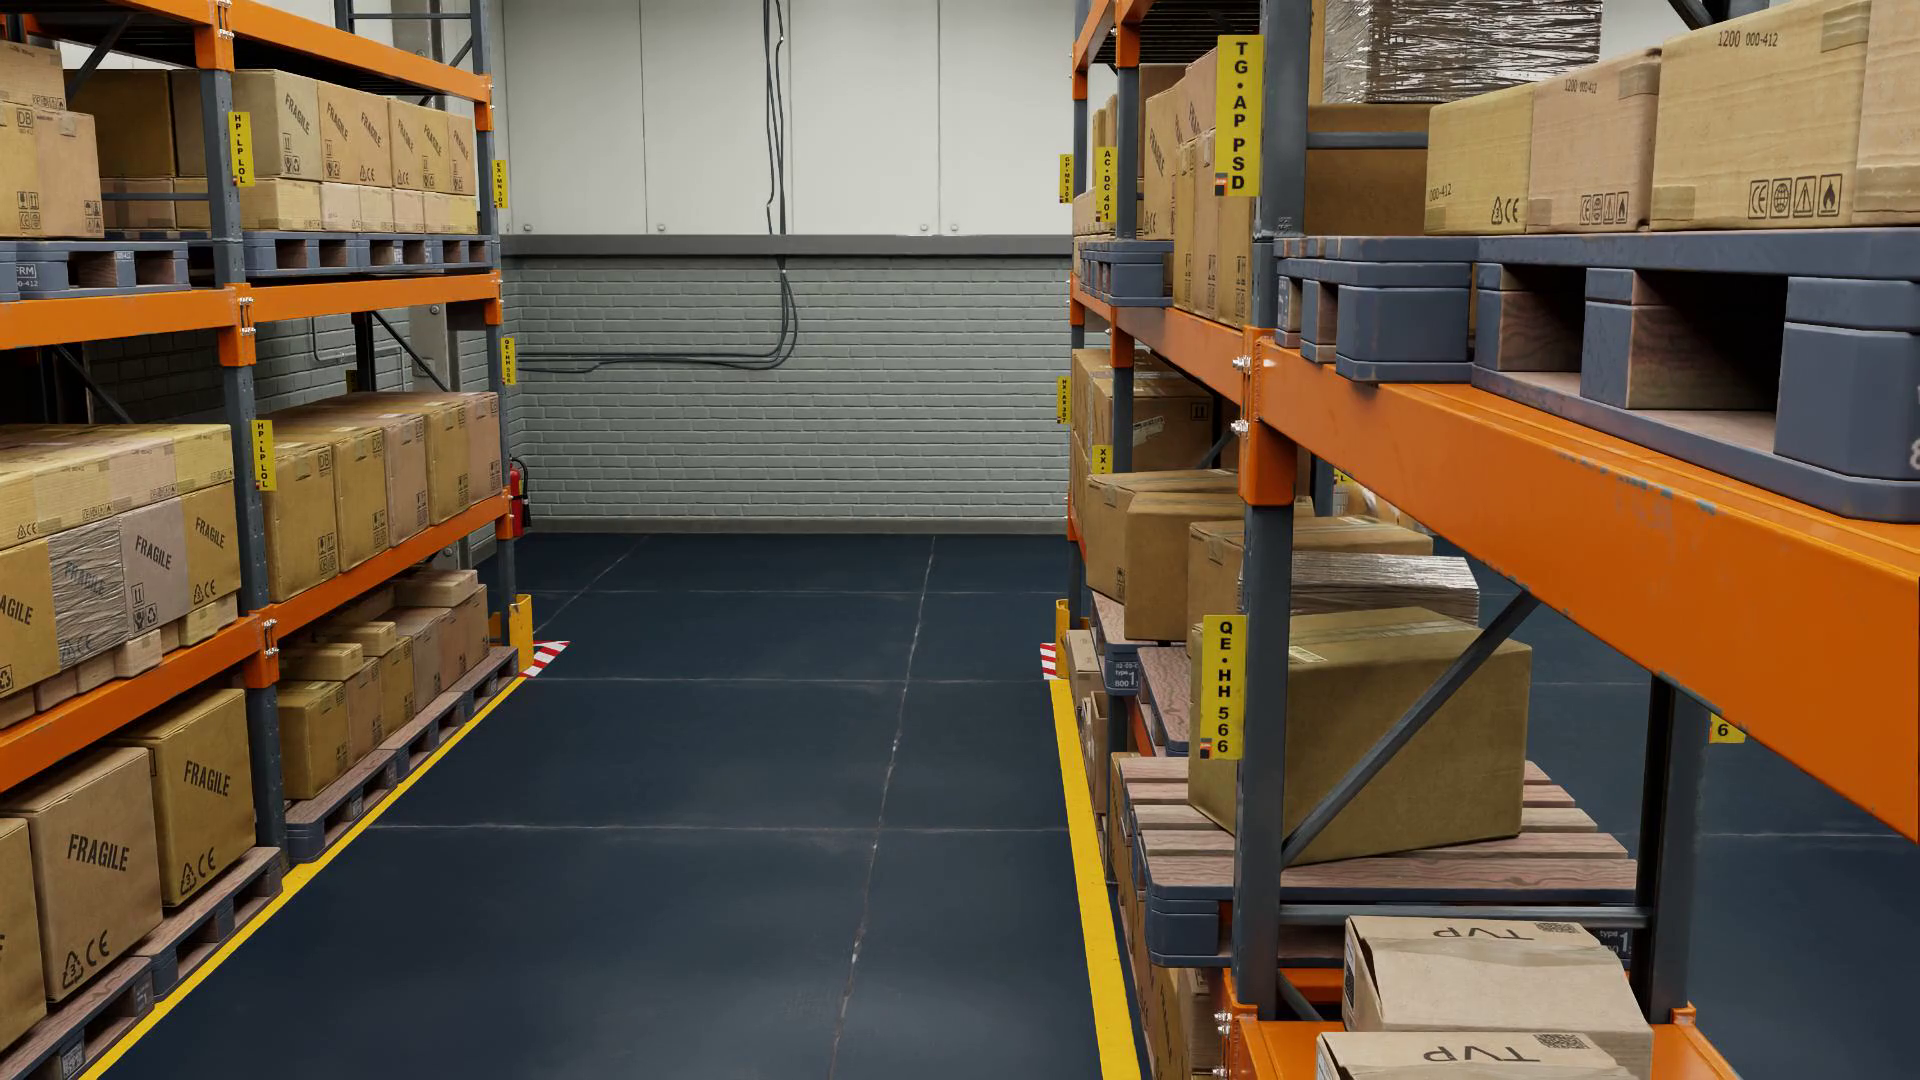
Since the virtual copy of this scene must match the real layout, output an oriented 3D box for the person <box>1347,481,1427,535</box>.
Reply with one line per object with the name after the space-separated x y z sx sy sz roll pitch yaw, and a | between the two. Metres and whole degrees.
2.711 0.194 10.692 0.548 1.920 0.704 -2 10 -11 | person
